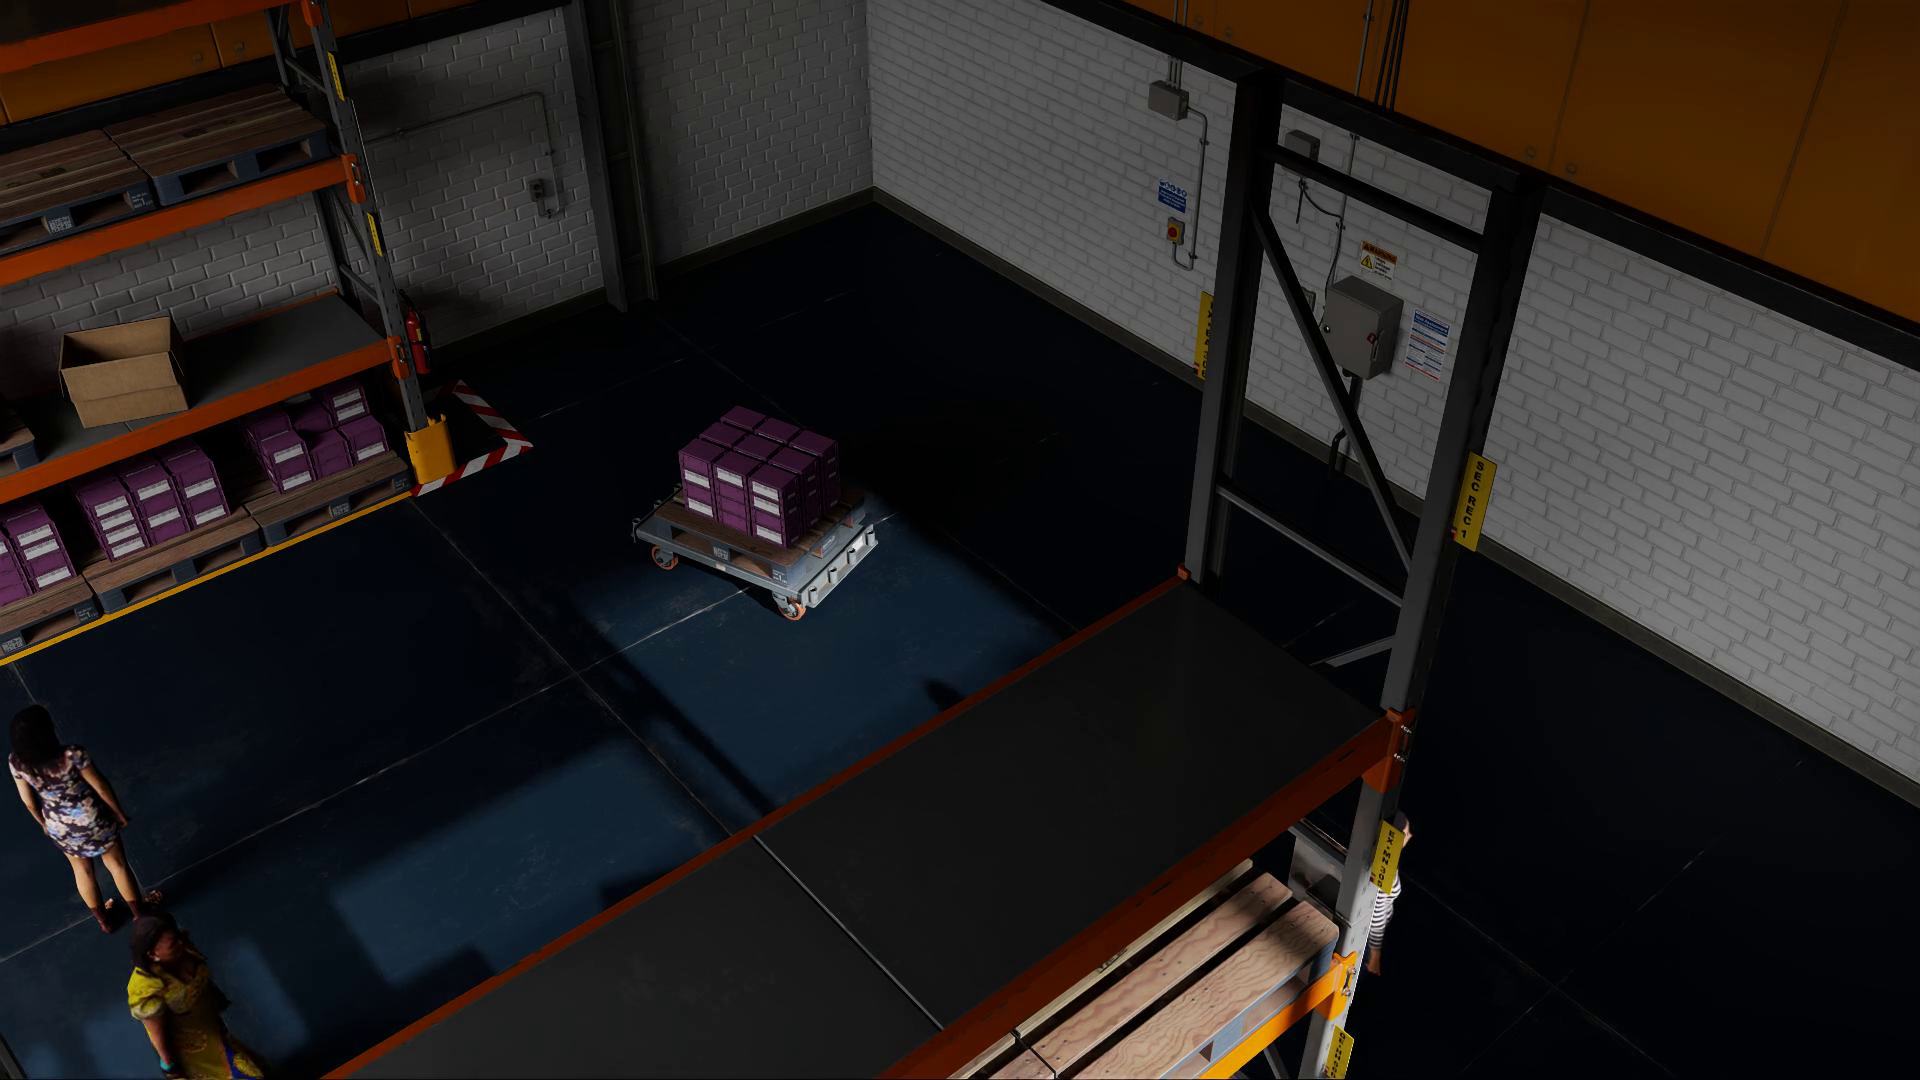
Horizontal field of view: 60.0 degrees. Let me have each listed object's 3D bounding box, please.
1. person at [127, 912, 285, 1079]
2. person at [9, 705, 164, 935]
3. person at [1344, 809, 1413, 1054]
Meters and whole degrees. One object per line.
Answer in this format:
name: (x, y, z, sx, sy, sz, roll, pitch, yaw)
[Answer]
person: (-3.977, 2.482, 8.405, 1.061, 1.640, 0.977, -3, 39, -4)
person: (-5.003, 1.593, 9.443, 0.621, 1.733, 0.740, -7, 39, -8)
person: (2.129, 2.056, 8.813, 0.690, 1.796, 0.648, 0, 39, 1)
